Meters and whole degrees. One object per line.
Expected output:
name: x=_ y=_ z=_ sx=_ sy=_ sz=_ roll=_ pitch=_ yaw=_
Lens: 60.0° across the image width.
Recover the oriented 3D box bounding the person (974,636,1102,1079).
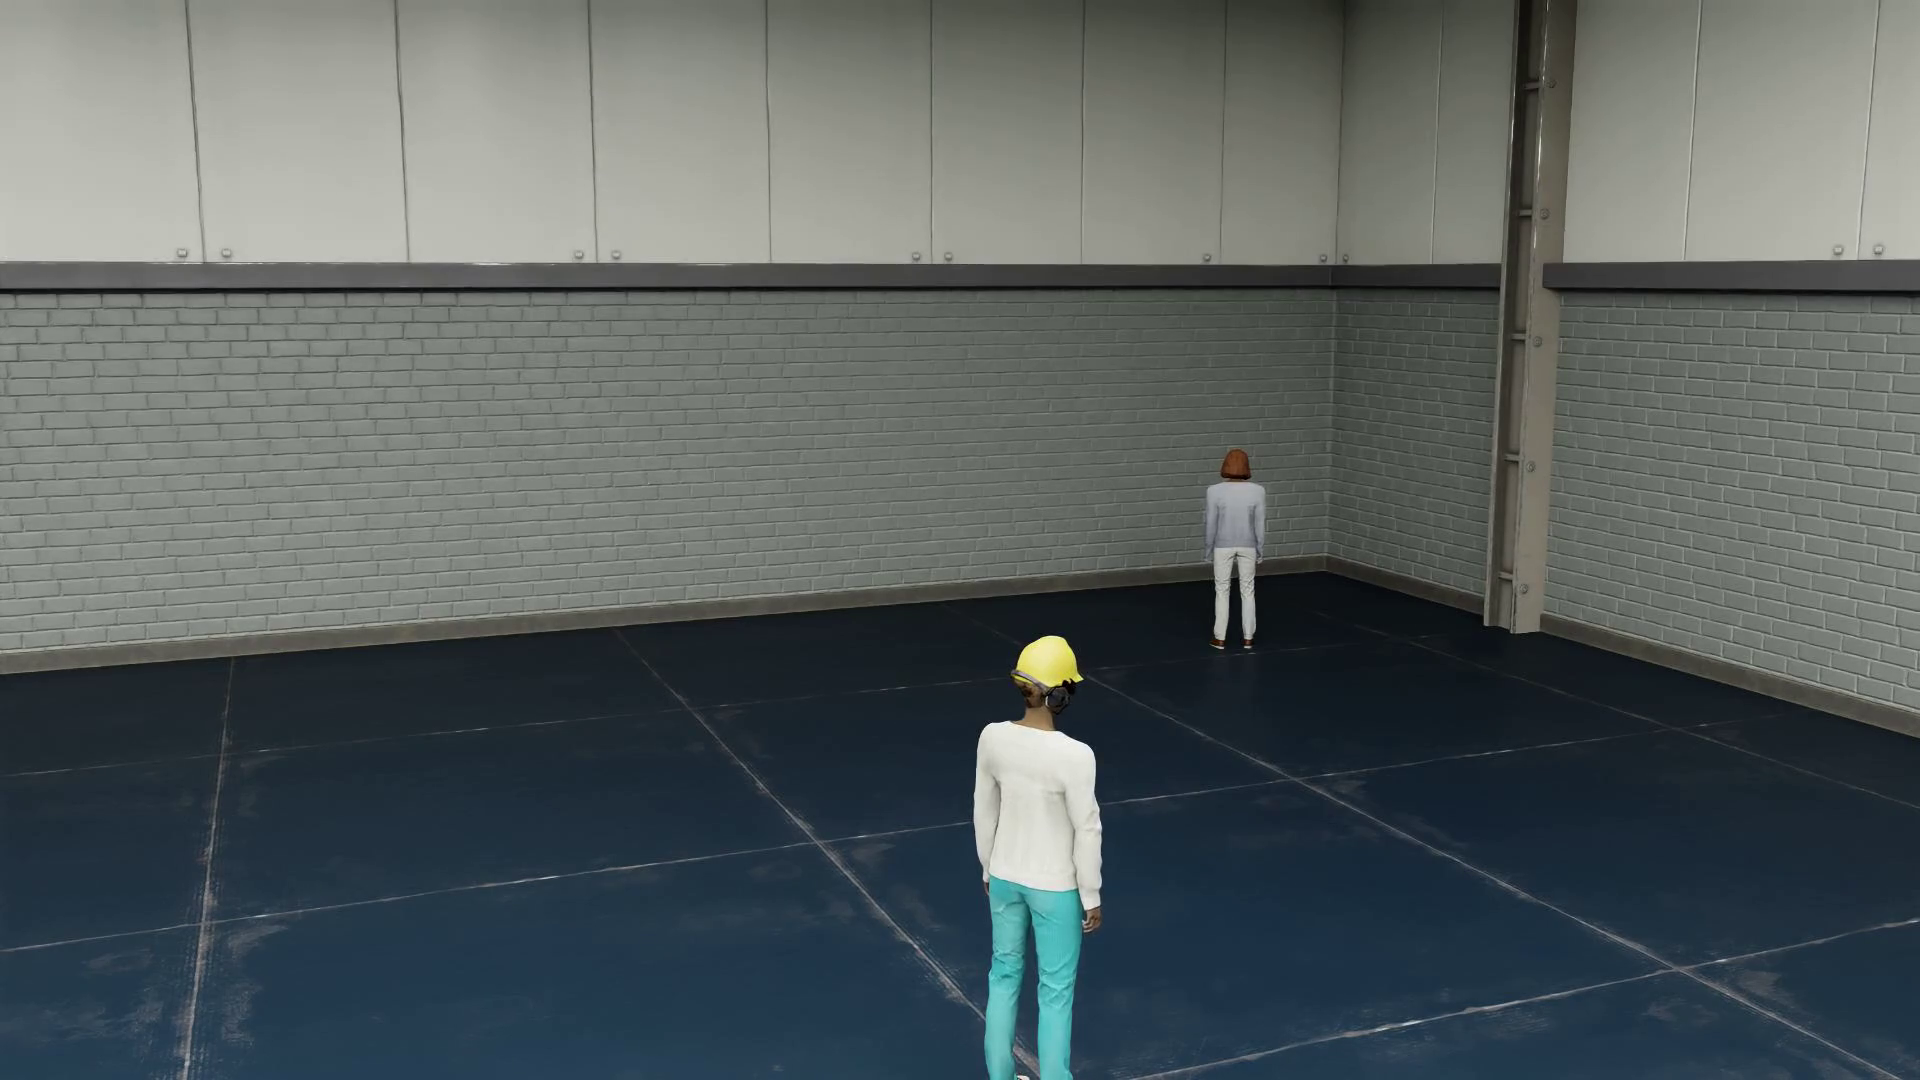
person: x=0.293 y=1.213 z=5.960 sx=0.533 sy=1.767 sz=0.326 roll=8 pitch=12 yaw=40

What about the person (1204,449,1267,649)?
person: x=2.231 y=0.076 z=13.512 sx=0.507 sy=1.633 sz=0.278 roll=0 pitch=9 yaw=-1
